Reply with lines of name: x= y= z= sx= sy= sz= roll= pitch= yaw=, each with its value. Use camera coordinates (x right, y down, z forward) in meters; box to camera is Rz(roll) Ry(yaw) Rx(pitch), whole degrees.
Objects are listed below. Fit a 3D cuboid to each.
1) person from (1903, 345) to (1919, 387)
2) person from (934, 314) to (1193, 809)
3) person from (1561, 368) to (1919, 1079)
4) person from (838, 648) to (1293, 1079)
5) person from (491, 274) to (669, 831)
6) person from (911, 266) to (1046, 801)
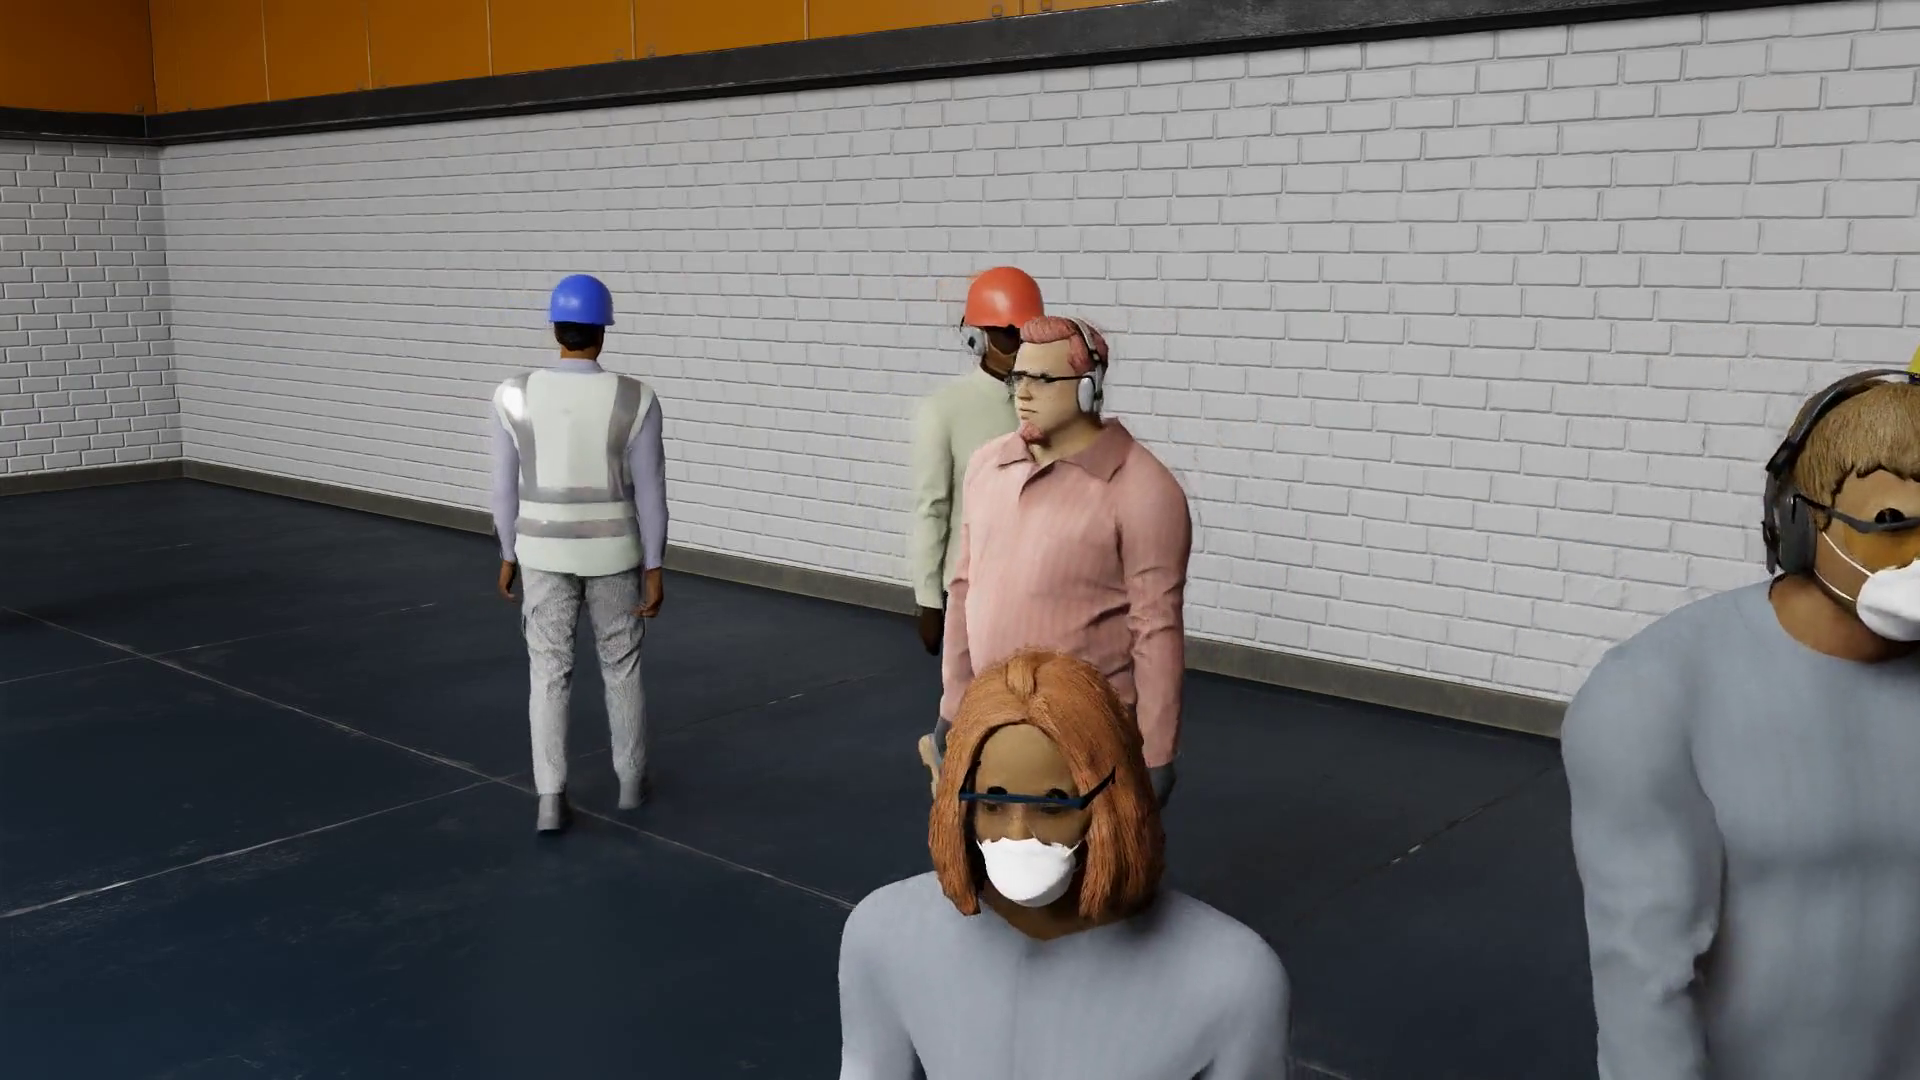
person: x=3.111 y=0.211 z=5.352 sx=0.524 sy=1.772 sz=0.300 roll=-2 pitch=10 yaw=-8
person: x=0.259 y=0.398 z=3.982 sx=0.866 sy=1.880 sz=0.648 roll=-9 pitch=13 yaw=-40
person: x=1.018 y=0.747 z=1.962 sx=0.629 sy=1.877 sz=1.048 roll=0 pitch=10 yaw=-2
person: x=0.107 y=0.903 z=1.827 sx=0.505 sy=1.621 sz=0.360 roll=5 pitch=11 yaw=24
person: x=-1.329 y=0.045 z=5.848 sx=0.619 sy=1.947 sz=0.507 roll=-1 pitch=10 yaw=-4
person: x=0.084 y=0.117 z=5.309 sx=0.613 sy=1.970 sz=0.724 roll=-8 pitch=13 yaw=-37
